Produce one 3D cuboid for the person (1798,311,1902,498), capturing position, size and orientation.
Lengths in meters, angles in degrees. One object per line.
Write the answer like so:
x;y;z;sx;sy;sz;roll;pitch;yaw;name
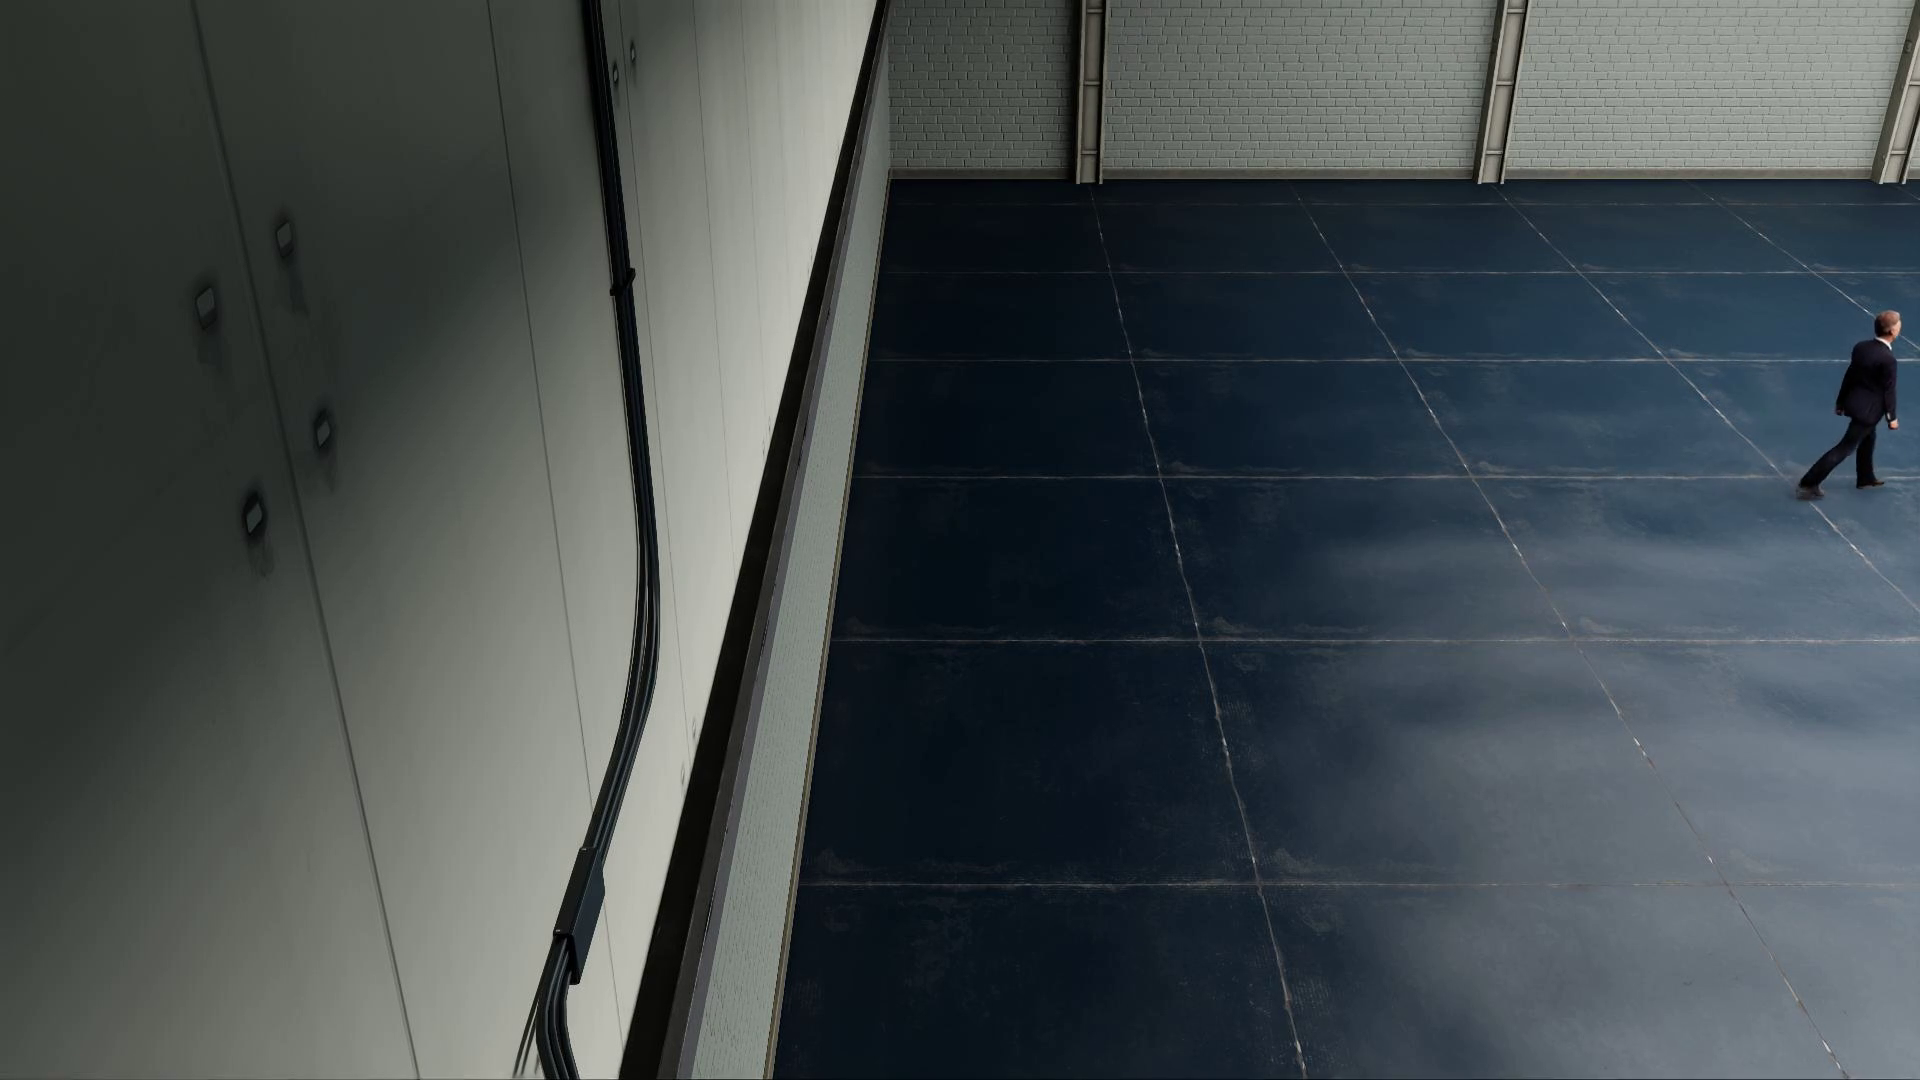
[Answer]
8.200;-1.203;15.206;1.154;1.784;0.687;-1;28;-2;person
